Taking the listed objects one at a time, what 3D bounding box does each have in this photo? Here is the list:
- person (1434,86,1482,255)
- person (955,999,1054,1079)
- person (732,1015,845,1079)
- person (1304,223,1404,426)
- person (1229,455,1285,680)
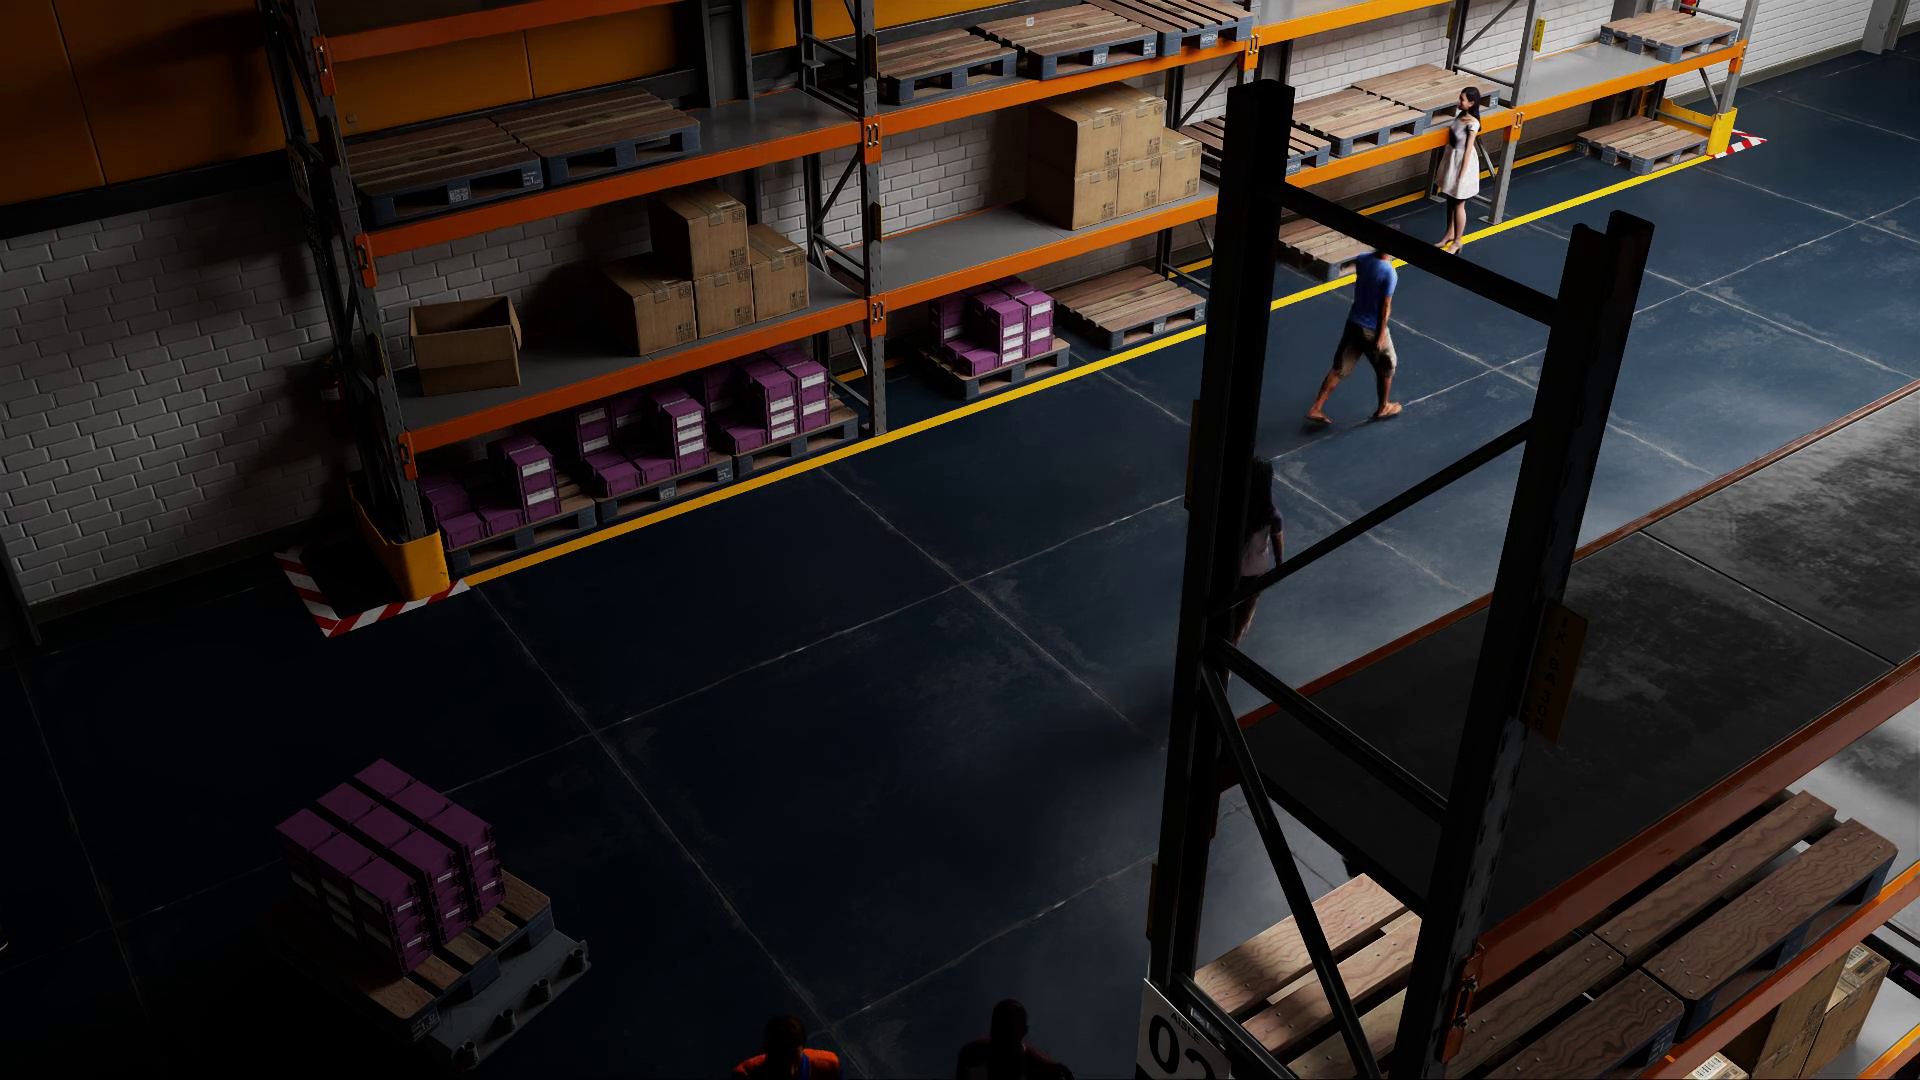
[{"bbox_3d":[5.114,-3.782,17.055,0.803,1.769,0.777,-2,34,-4],"label":"person"},{"bbox_3d":[0.199,2.624,7.448,1.028,1.735,1.165,9,35,13],"label":"person"},{"bbox_3d":[-0.760,2.658,7.336,1.314,1.803,1.165,-4,34,-6],"label":"person"},{"bbox_3d":[3.341,-1.771,13.965,1.210,1.841,0.692,-19,38,-26],"label":"person"},{"bbox_3d":[1.858,0.242,11.100,0.921,1.660,1.182,18,38,25],"label":"person"}]
